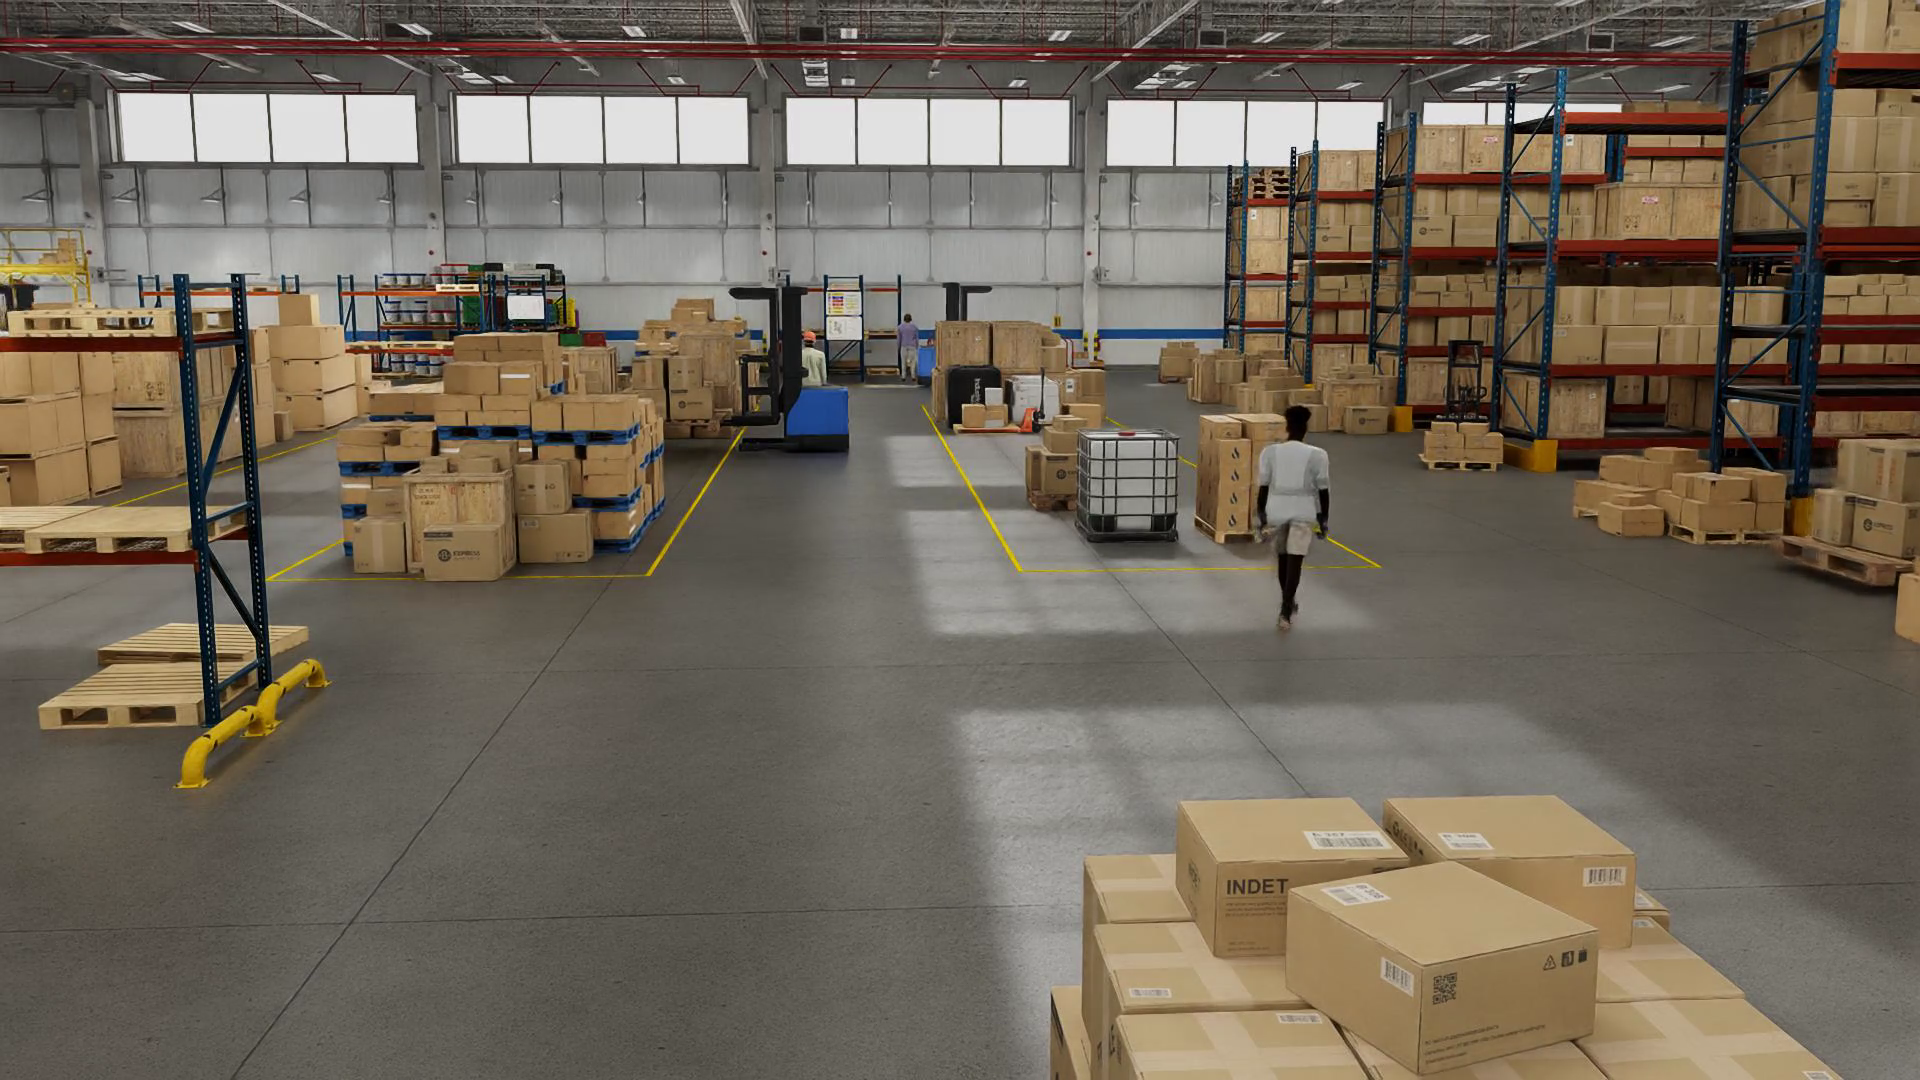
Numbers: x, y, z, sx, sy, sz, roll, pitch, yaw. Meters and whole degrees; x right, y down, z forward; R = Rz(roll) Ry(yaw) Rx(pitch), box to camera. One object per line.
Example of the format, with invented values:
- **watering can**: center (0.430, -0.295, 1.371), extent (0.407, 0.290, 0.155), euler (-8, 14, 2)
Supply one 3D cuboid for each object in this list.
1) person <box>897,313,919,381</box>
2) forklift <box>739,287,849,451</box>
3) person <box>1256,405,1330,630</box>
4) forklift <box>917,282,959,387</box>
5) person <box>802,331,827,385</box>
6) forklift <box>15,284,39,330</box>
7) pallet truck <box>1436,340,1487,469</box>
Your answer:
- **person**: center (-1.485, -5.478, 47.376), extent (0.638, 1.937, 0.356), euler (-1, 9, -4)
- **forklift**: center (-2.857, -2.959, 28.607), extent (1.873, 2.768, 1.129), euler (-1, 9, -4)
- **person**: center (2.856, -0.206, 14.356), extent (0.610, 1.920, 0.991), euler (4, 10, 22)
- **forklift**: center (-0.217, -5.567, 44.984), extent (1.873, 2.768, 1.129), euler (-1, 9, -4)
- **person**: center (-2.765, -2.839, 30.627), extent (0.625, 1.992, 0.388), euler (-1, 9, -4)
- **forklift**: center (-20.145, -4.144, 36.049), extent (1.873, 2.768, 1.129), euler (-5, 11, -30)
- **pallet truck**: center (8.004, -2.170, 26.422), extent (0.823, 1.965, 1.885), euler (2, 9, 14)
